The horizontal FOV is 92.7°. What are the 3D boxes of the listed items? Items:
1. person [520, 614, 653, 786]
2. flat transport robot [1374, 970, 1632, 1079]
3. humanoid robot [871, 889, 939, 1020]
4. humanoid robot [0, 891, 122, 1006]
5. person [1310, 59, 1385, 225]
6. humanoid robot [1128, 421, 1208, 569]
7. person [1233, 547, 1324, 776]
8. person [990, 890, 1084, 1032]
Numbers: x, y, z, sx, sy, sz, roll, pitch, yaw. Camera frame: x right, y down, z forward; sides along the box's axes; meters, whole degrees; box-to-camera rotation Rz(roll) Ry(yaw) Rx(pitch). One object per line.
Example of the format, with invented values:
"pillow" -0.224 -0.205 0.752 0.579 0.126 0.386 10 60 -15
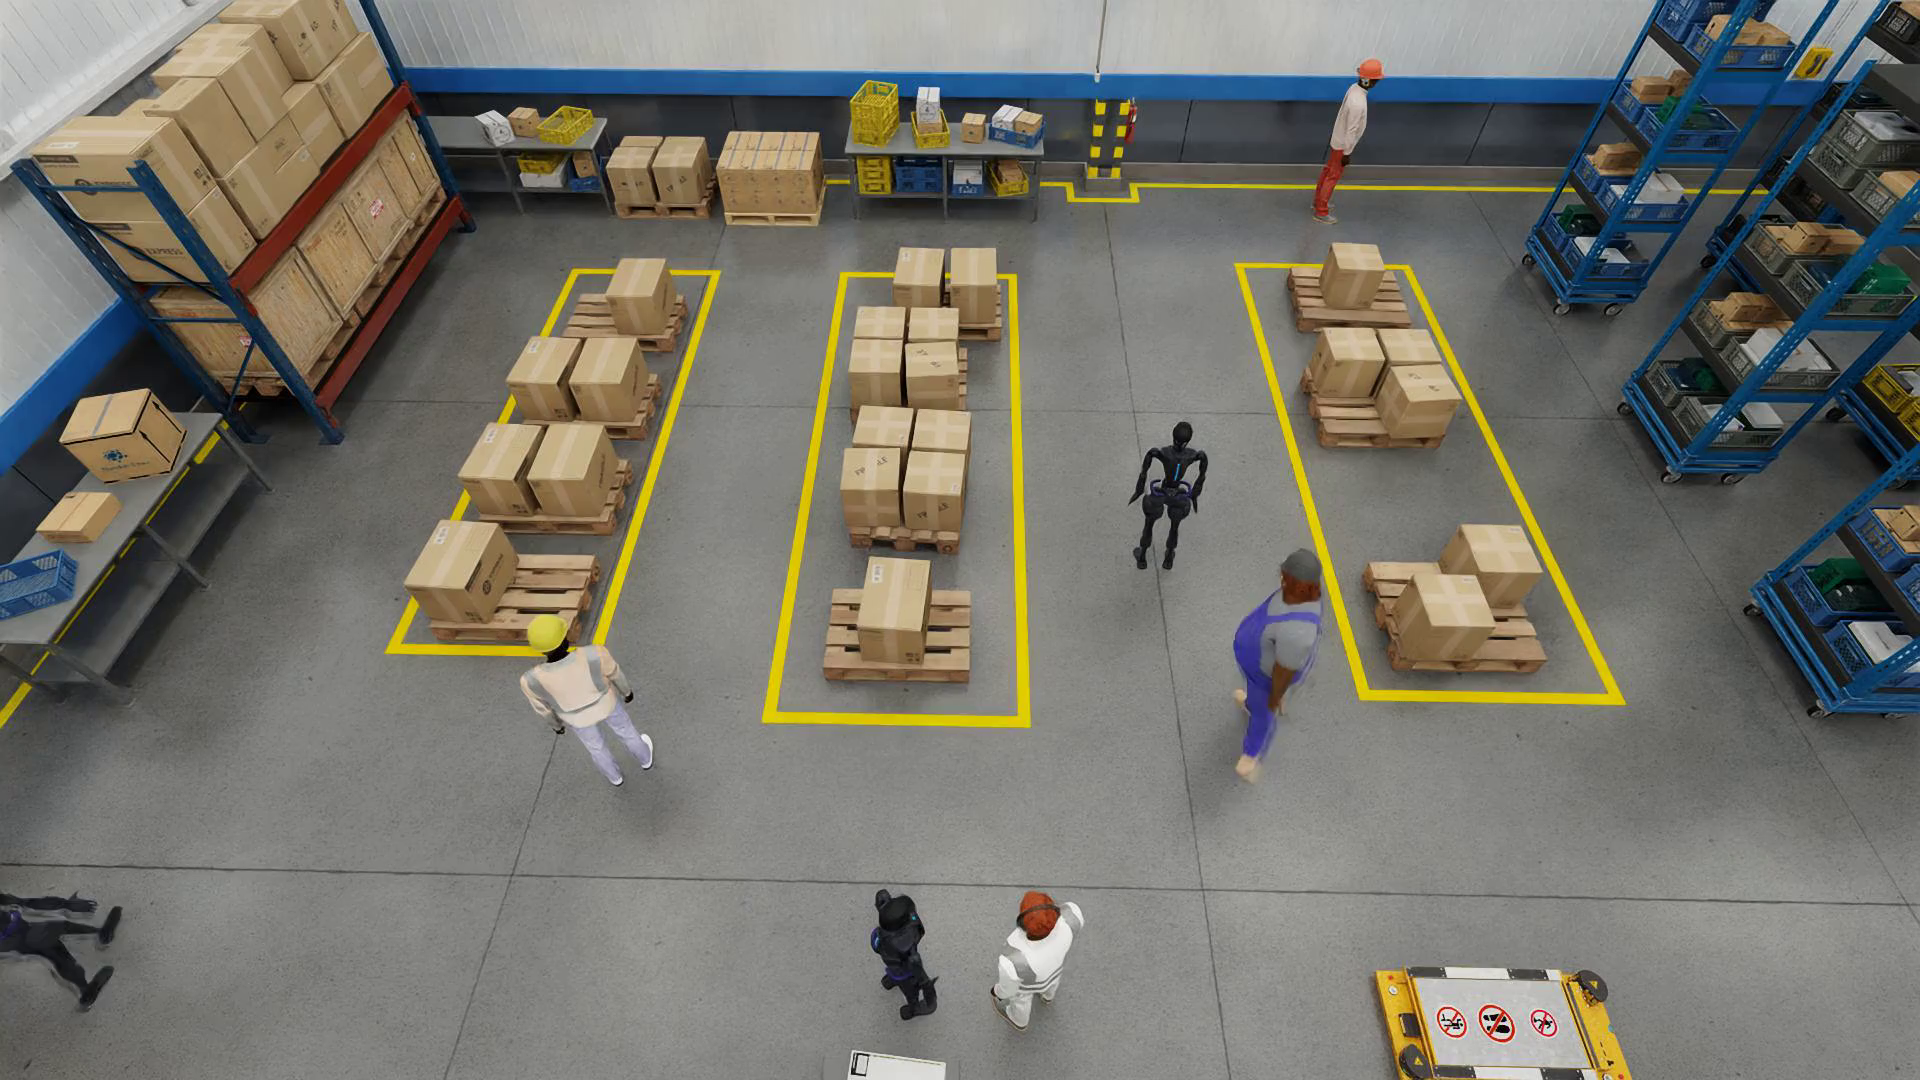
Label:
"person" -2.628 1.153 6.478 0.591 1.922 0.374 -25 55 -19
"flat transport robot" 3.501 3.133 5.914 1.431 0.197 0.652 1 51 1
"humanoid robot" -0.338 2.495 5.535 0.314 1.657 0.609 -25 55 -19
"humanoid robot" -5.837 2.345 5.679 0.603 1.629 0.712 0 51 0
"person" 4.795 -4.946 11.405 0.376 1.994 0.610 8 51 7
"humanoid robot" 1.767 -0.365 7.865 0.603 1.657 0.315 5 51 4
"person" 2.219 0.886 6.621 0.536 2.000 0.862 16 53 13
"person" 0.428 2.494 5.411 0.582 1.881 0.340 -32 58 -23
